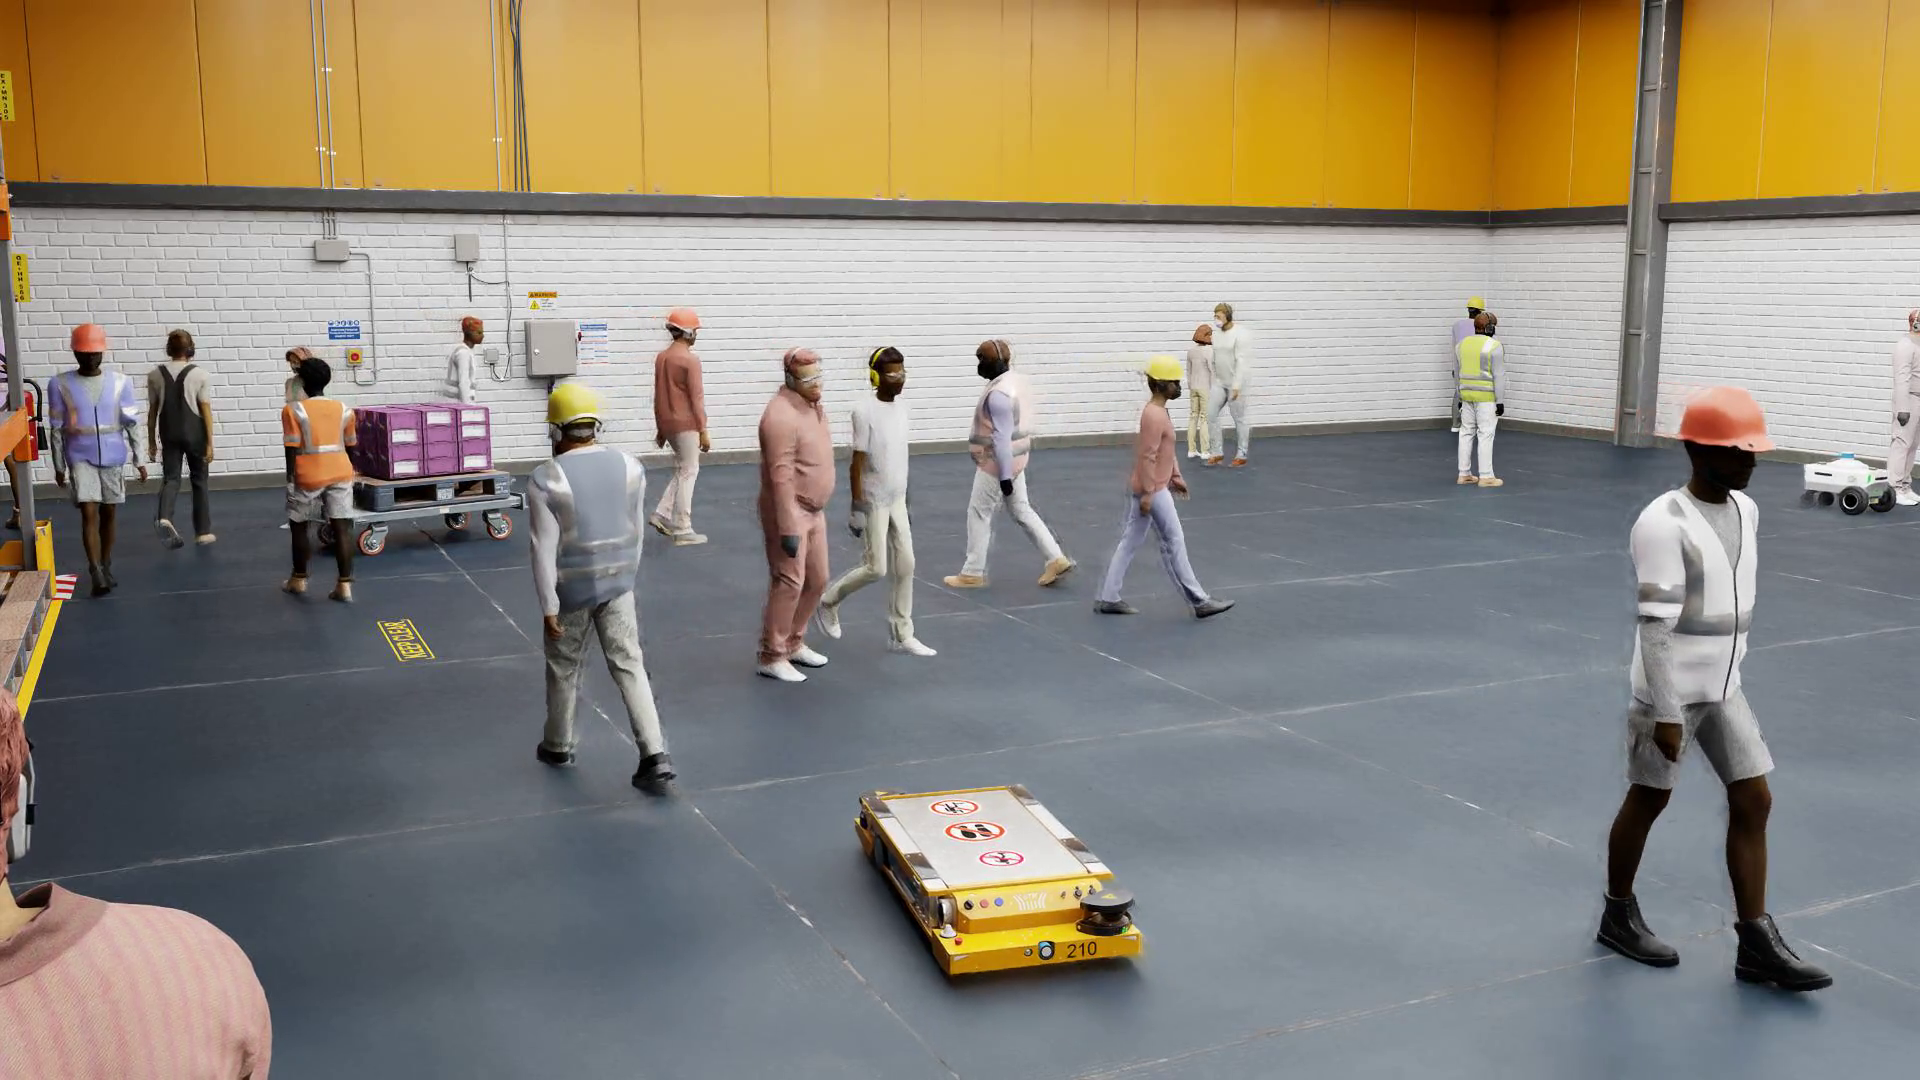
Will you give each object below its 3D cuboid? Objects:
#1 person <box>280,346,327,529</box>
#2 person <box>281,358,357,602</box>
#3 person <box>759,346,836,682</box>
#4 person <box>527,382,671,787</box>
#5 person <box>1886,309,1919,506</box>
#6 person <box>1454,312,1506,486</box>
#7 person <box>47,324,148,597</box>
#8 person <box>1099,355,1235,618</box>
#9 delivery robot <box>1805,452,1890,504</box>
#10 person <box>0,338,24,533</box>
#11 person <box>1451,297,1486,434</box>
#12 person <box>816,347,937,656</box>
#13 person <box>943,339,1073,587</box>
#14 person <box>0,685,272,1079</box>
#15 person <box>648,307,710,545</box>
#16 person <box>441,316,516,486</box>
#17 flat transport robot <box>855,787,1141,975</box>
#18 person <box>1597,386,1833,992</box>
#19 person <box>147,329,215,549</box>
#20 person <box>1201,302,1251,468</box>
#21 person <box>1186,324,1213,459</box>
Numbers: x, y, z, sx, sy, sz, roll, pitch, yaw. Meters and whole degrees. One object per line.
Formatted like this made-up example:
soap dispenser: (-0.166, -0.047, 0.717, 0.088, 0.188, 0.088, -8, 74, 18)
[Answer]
person: (-5.737, -0.918, 14.788, 0.528, 1.613, 0.657, 5, 10, 29)
person: (-4.462, -0.420, 11.509, 0.742, 1.664, 0.559, 9, 13, 43)
person: (-0.916, -0.132, 9.147, 0.483, 1.867, 0.670, 3, 10, 16)
person: (-1.615, 0.199, 7.350, 0.601, 1.796, 0.928, -7, 12, -39)
person: (9.333, -1.299, 16.258, 0.639, 1.910, 0.407, -9, 13, -43)
person: (5.533, -1.489, 17.640, 0.429, 1.842, 0.633, -5, 11, -31)
person: (-6.016, -0.554, 11.645, 0.563, 1.890, 0.940, -7, 11, -37)
person: (1.339, -0.332, 10.831, 0.912, 1.724, 0.541, 1, 9, 4)
delivery robot: (8.395, -0.590, 15.753, 0.477, 0.478, 0.707, -5, 10, -27)
person: (-8.427, -1.068, 14.429, 0.383, 2.036, 0.605, 5, 10, 29)
person: (7.167, -2.443, 23.330, 0.391, 1.919, 0.585, -7, 12, -38)
person: (-0.509, -0.228, 9.856, 0.721, 1.844, 0.541, 6, 11, 34)
person: (0.352, -0.534, 11.830, 0.889, 1.806, 0.631, 3, 10, 16)
person: (-0.998, 1.049, 1.692, 0.409, 1.907, 0.651, 4, 10, 24)
person: (-2.278, -0.934, 13.780, 0.427, 1.980, 0.618, -6, 11, -34)
person: (-5.174, -1.394, 17.196, 1.025, 1.819, 0.571, -1, 9, -5)
flat transport robot: (0.086, 1.168, 6.010, 0.652, 0.197, 1.431, -3, 10, -15)
person: (2.403, 0.481, 5.215, 0.565, 1.902, 0.848, -5, 10, -29)
person: (-6.362, -0.806, 13.530, 0.530, 1.812, 0.813, -1, 9, -9)
person: (3.058, -1.765, 19.129, 0.700, 1.905, 0.660, -7, 11, -35)
person: (2.948, -1.797, 20.196, 0.285, 1.633, 0.497, -6, 11, -33)
